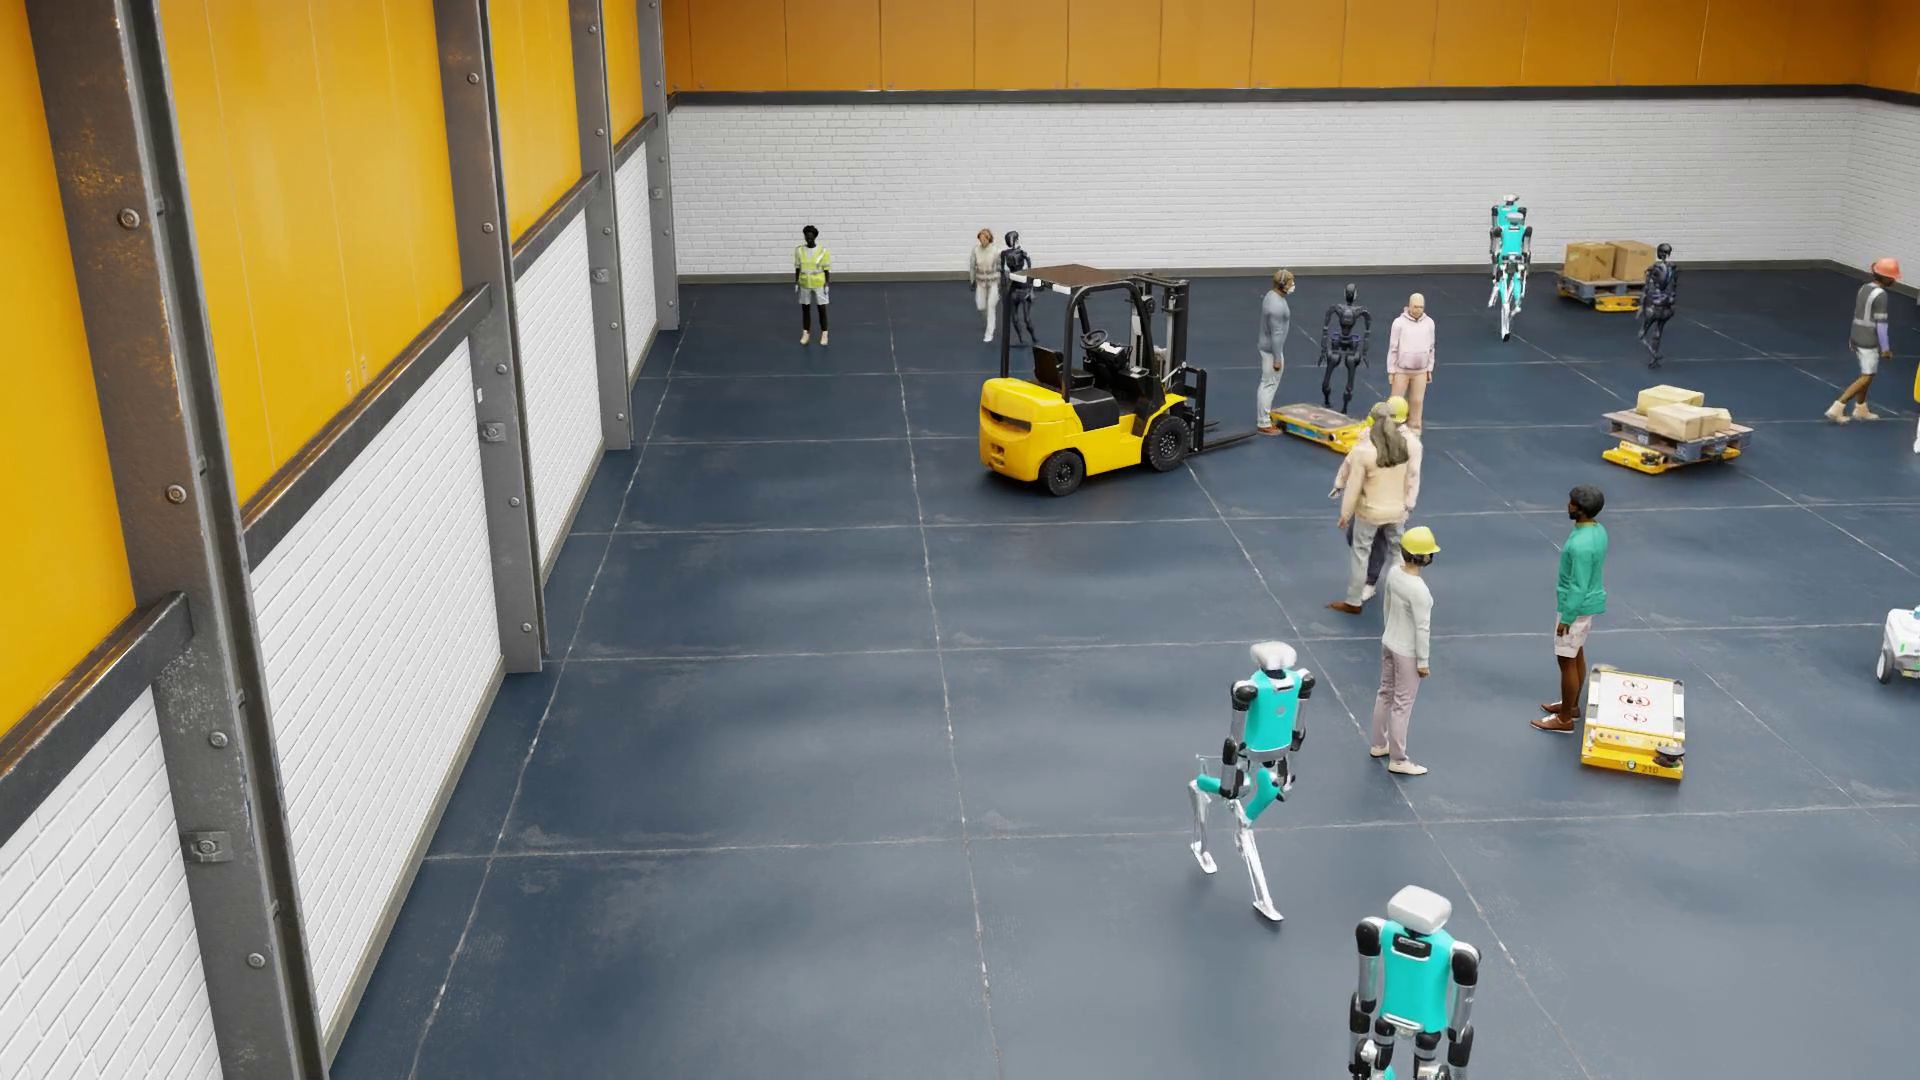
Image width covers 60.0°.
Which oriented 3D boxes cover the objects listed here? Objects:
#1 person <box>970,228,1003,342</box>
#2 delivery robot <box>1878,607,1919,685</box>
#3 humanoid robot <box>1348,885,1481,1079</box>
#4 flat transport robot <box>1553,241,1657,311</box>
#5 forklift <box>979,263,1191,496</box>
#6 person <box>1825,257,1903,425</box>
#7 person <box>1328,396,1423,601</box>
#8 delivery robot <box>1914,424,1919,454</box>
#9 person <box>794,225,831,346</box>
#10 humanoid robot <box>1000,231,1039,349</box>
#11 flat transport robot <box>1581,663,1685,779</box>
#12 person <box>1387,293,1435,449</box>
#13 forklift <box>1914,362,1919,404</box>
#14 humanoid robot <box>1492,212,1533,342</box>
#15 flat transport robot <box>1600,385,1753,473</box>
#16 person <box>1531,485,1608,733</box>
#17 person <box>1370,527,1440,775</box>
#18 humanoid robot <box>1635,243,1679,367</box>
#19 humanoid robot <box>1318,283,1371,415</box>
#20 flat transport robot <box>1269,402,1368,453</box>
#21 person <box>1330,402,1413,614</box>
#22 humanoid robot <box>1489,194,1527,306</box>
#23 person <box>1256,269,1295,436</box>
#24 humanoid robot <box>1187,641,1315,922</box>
[{"bbox_3d":[0.408,-3.639,23.590,0.519,1.616,0.535,8,22,21],"label":"person"},{"bbox_3d":[7.449,0.813,12.968,0.499,0.575,0.766,7,21,19],"label":"delivery robot"},{"bbox_3d":[1.807,2.390,7.061,0.549,1.757,1.047,13,24,32],"label":"humanoid robot"},{"bbox_3d":[10.027,-3.802,25.986,0.659,0.231,1.431,-3,20,-9],"label":"flat transport robot"},{"bbox_3d":[1.315,-1.764,17.646,2.313,2.155,1.214,-14,24,-33],"label":"forklift"},{"bbox_3d":[10.630,-2.322,19.498,0.721,2.011,0.606,2,20,6],"label":"person"},{"bbox_3d":[3.607,-0.374,14.368,0.479,1.834,0.818,-18,27,-39],"label":"person"},{"bbox_3d":[10.826,-1.106,18.224,0.499,0.594,0.779,1,20,3],"label":"delivery robot"},{"bbox_3d":[-2.070,-3.569,23.287,0.533,1.691,0.317,5,21,13],"label":"person"},{"bbox_3d":[0.834,-3.469,23.035,0.610,1.632,0.422,16,25,36],"label":"humanoid robot"},{"bbox_3d":[4.896,1.300,12.085,0.659,0.231,1.431,8,22,20],"label":"flat transport robot"},{"bbox_3d":[5.020,-1.889,18.591,0.531,1.776,0.416,-1,20,-3],"label":"person"},{"bbox_3d":[12.602,-2.435,19.475,2.313,2.155,1.214,-1,20,-4],"label":"forklift"},{"bbox_3d":[7.855,-3.681,23.618,0.552,1.829,0.855,2,20,6],"label":"humanoid robot"},{"bbox_3d":[7.856,-0.997,18.344,1.431,0.231,0.659,-10,23,-26],"label":"flat transport robot"},{"bbox_3d":[4.442,0.499,11.976,0.383,1.848,0.509,13,24,31],"label":"person"},{"bbox_3d":[3.069,0.746,11.420,0.313,1.769,0.523,-4,21,-12],"label":"person"},{"bbox_3d":[9.291,-3.109,22.051,0.586,1.643,0.406,-8,22,-21],"label":"humanoid robot"},{"bbox_3d":[4.568,-2.253,19.731,0.603,1.647,0.449,5,21,14],"label":"humanoid robot"},{"bbox_3d":[4.164,-1.307,19.189,0.659,0.231,1.431,-13,24,-31],"label":"flat transport robot"},{"bbox_3d":[3.556,-0.233,13.950,0.744,1.862,0.458,-4,21,-12],"label":"person"},{"bbox_3d":[8.479,-4.448,25.641,0.543,1.816,0.678,15,25,35],"label":"humanoid robot"},{"bbox_3d":[3.606,-2.161,19.119,0.372,1.929,0.631,2,20,5],"label":"person"},{"bbox_3d":[1.654,1.338,9.917,0.539,1.759,1.029,-9,22,-24],"label":"humanoid robot"}]
